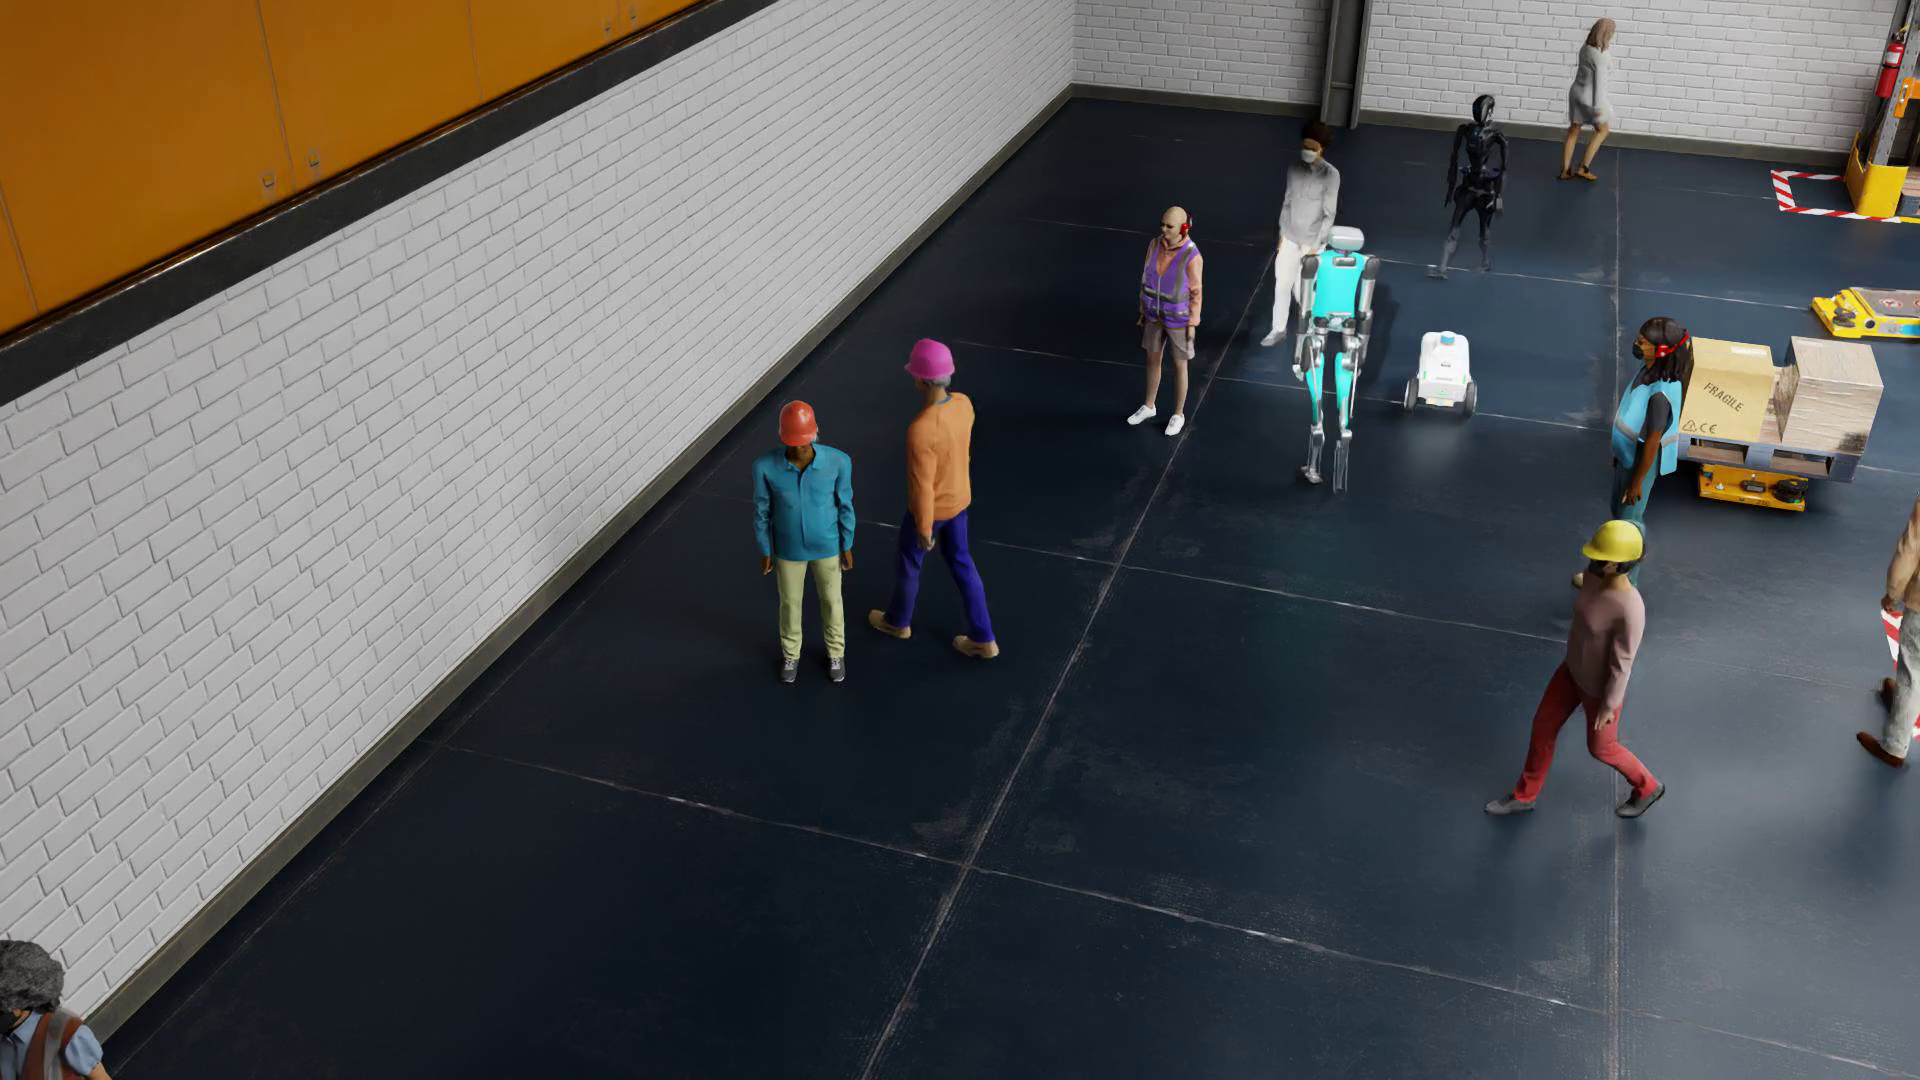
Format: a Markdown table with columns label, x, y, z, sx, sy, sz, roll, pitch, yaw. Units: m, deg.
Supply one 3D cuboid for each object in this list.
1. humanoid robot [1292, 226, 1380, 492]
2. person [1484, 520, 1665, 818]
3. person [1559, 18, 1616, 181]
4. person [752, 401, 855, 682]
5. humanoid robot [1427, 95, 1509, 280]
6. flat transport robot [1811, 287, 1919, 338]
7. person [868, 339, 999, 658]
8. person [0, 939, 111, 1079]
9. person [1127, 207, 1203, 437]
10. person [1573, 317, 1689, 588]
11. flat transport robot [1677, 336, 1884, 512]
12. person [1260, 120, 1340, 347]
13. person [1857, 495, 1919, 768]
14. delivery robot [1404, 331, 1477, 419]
| label | x | y | z | sx | sy | sz | roll | pitch | yaw |
| --- | --- | --- | --- | --- | --- | --- | --- | --- | --- |
| humanoid robot | 2.533 | -1.099 | 11.158 | 0.553 | 1.880 | 0.792 | -3 | 31 | -5 |
| person | 3.131 | 0.662 | 8.056 | 0.812 | 1.739 | 0.528 | -4 | 31 | -6 |
| person | 6.401 | -4.442 | 16.816 | 0.455 | 1.650 | 0.505 | -9 | 32 | -16 |
| person | -0.847 | 0.022 | 9.136 | 0.555 | 1.744 | 0.350 | -3 | 31 | -4 |
| humanoid robot | 4.490 | -3.041 | 14.457 | 0.783 | 1.624 | 0.596 | -26 | 39 | -37 |
| flat transport robot | 7.909 | -1.846 | 13.767 | 1.431 | 0.231 | 0.659 | 5 | 31 | 8 |
| person | -0.124 | -0.225 | 9.352 | 0.889 | 1.952 | 0.516 | 23 | 37 | 33 |
| person | -3.099 | 2.044 | 5.742 | 0.445 | 1.690 | 0.306 | 1 | 30 | 1 |
| person | 1.497 | -1.568 | 11.885 | 0.484 | 1.694 | 0.349 | 23 | 38 | 34 |
| person | 3.998 | -0.441 | 9.813 | 0.390 | 1.860 | 0.506 | 6 | 31 | 11 |
| flat transport robot | 5.544 | -0.640 | 11.714 | 0.659 | 0.231 | 1.431 | 10 | 32 | 16 |
| person | 2.712 | -2.376 | 13.077 | 0.478 | 1.878 | 0.544 | -26 | 39 | -37 |
| person | 5.097 | 0.248 | 8.674 | 0.567 | 1.832 | 0.765 | -4 | 31 | -7 |
| delivery robot | 3.636 | -1.249 | 12.487 | 0.526 | 0.614 | 0.785 | 7 | 31 | 12 |
